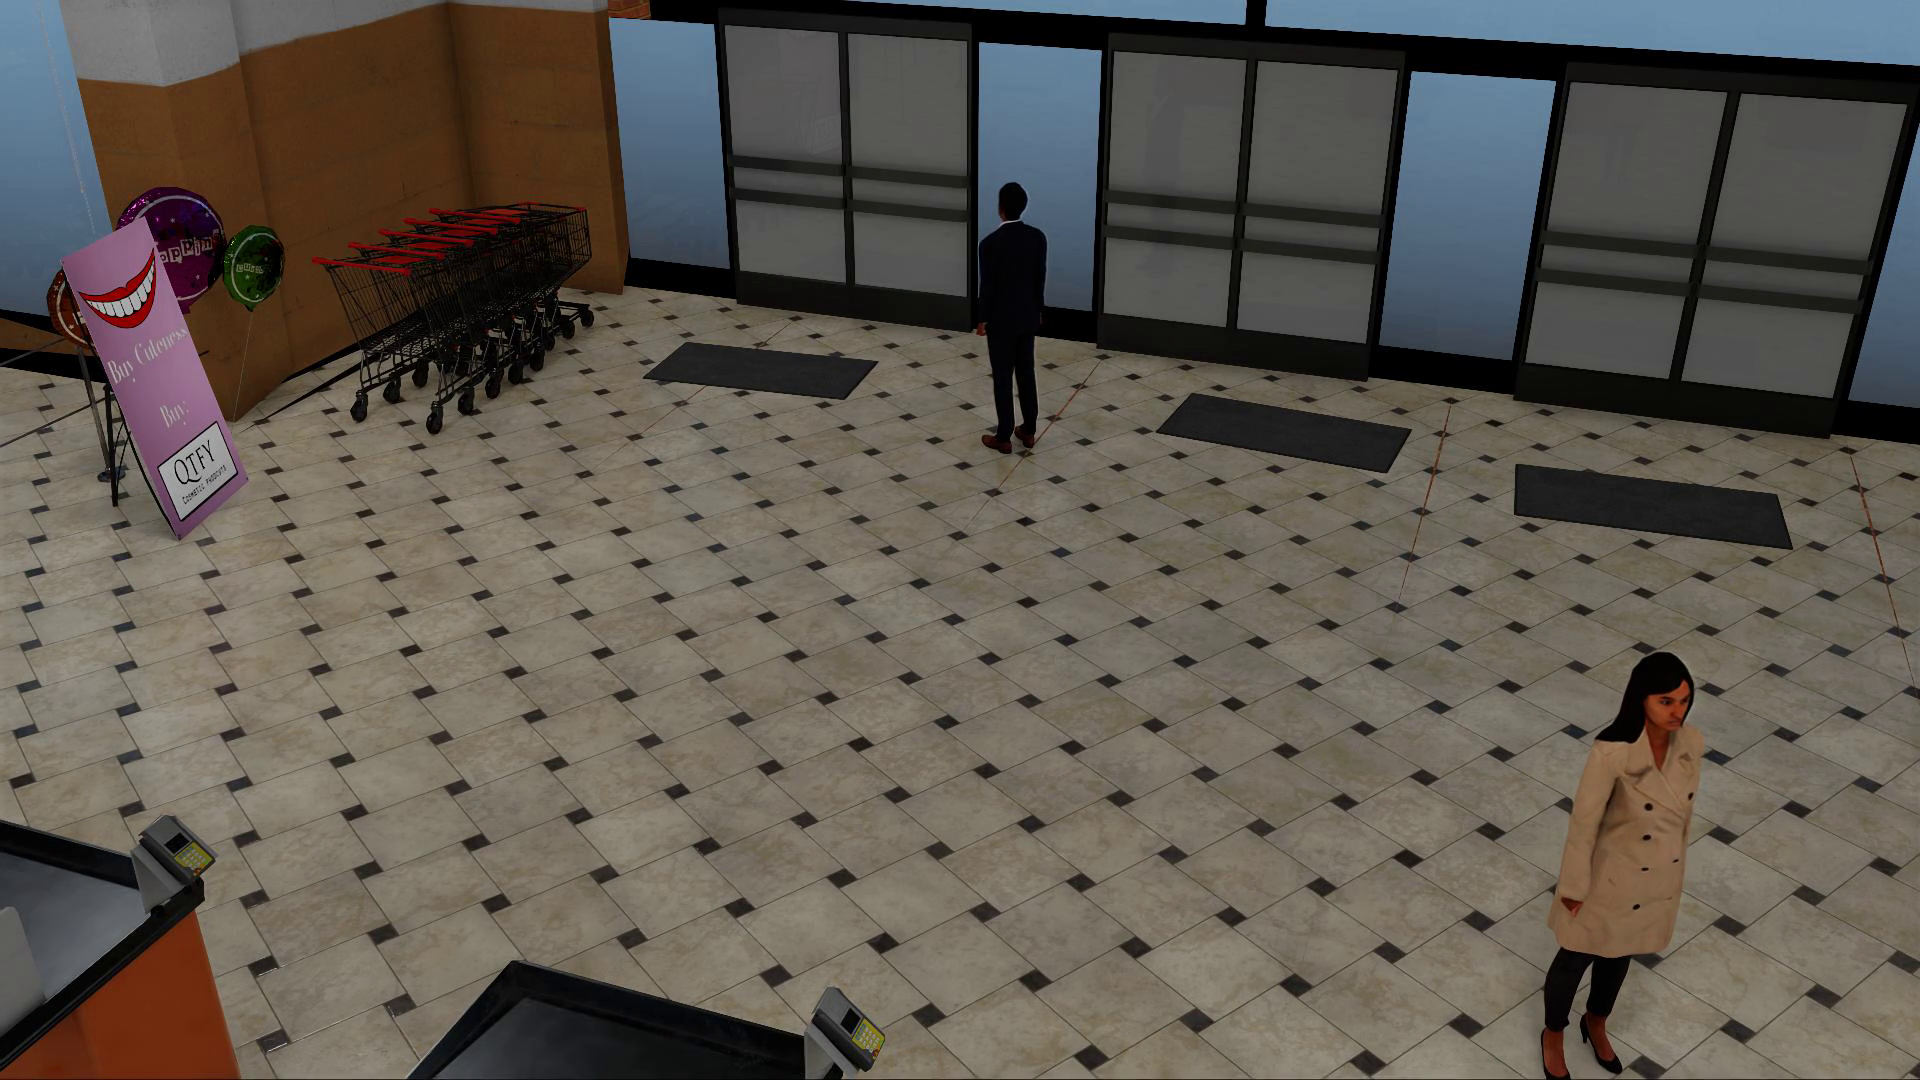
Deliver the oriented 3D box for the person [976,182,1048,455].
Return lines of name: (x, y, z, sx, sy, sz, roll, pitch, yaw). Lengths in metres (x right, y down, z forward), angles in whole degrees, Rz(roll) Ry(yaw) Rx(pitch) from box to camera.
person: (0.325, -1.385, 10.460, 0.677, 1.725, 0.763, -15, 31, -27)

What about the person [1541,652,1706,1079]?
person: (2.209, 1.116, 5.577, 0.708, 1.682, 0.734, -8, 28, -16)
